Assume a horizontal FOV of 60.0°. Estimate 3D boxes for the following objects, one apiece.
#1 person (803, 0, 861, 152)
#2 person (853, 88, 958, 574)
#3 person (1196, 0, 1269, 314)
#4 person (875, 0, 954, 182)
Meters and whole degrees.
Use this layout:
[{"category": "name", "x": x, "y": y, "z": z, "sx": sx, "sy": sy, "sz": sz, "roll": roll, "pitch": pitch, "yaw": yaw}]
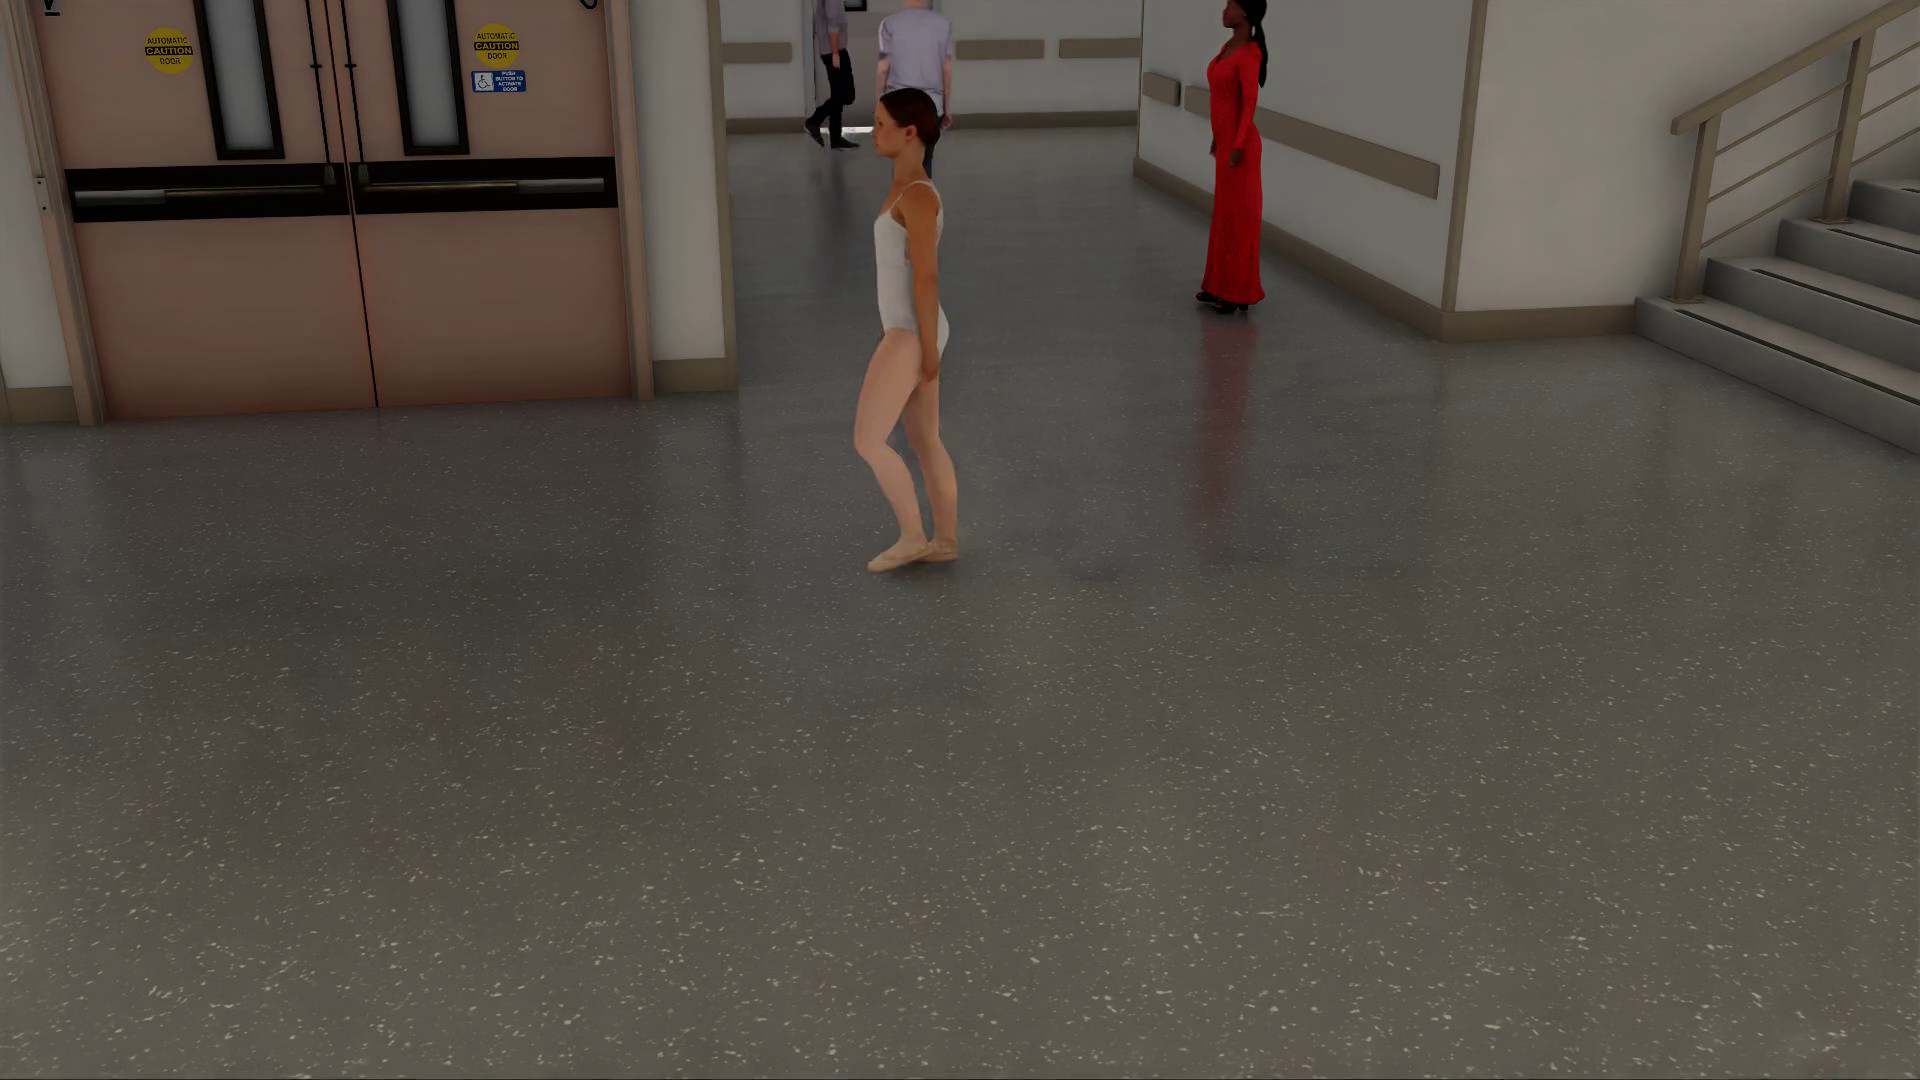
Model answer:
[{"category": "person", "x": -1.263, "y": -4.573, "z": 15.617, "sx": 0.776, "sy": 1.833, "sz": 0.698, "roll": -2, "pitch": 21, "yaw": -6}, {"category": "person", "x": -0.082, "y": -0.668, "z": 5.589, "sx": 0.605, "sy": 1.631, "sz": 0.594, "roll": -1, "pitch": 21, "yaw": -2}, {"category": "person", "x": 1.566, "y": -2.190, "z": 9.395, "sx": 0.575, "sy": 1.783, "sz": 0.611, "roll": -3, "pitch": 21, "yaw": -9}, {"category": "person", "x": -0.280, "y": -2.801, "z": 10.976, "sx": 1.164, "sy": 1.806, "sz": 0.846, "roll": -7, "pitch": 22, "yaw": -17}]
